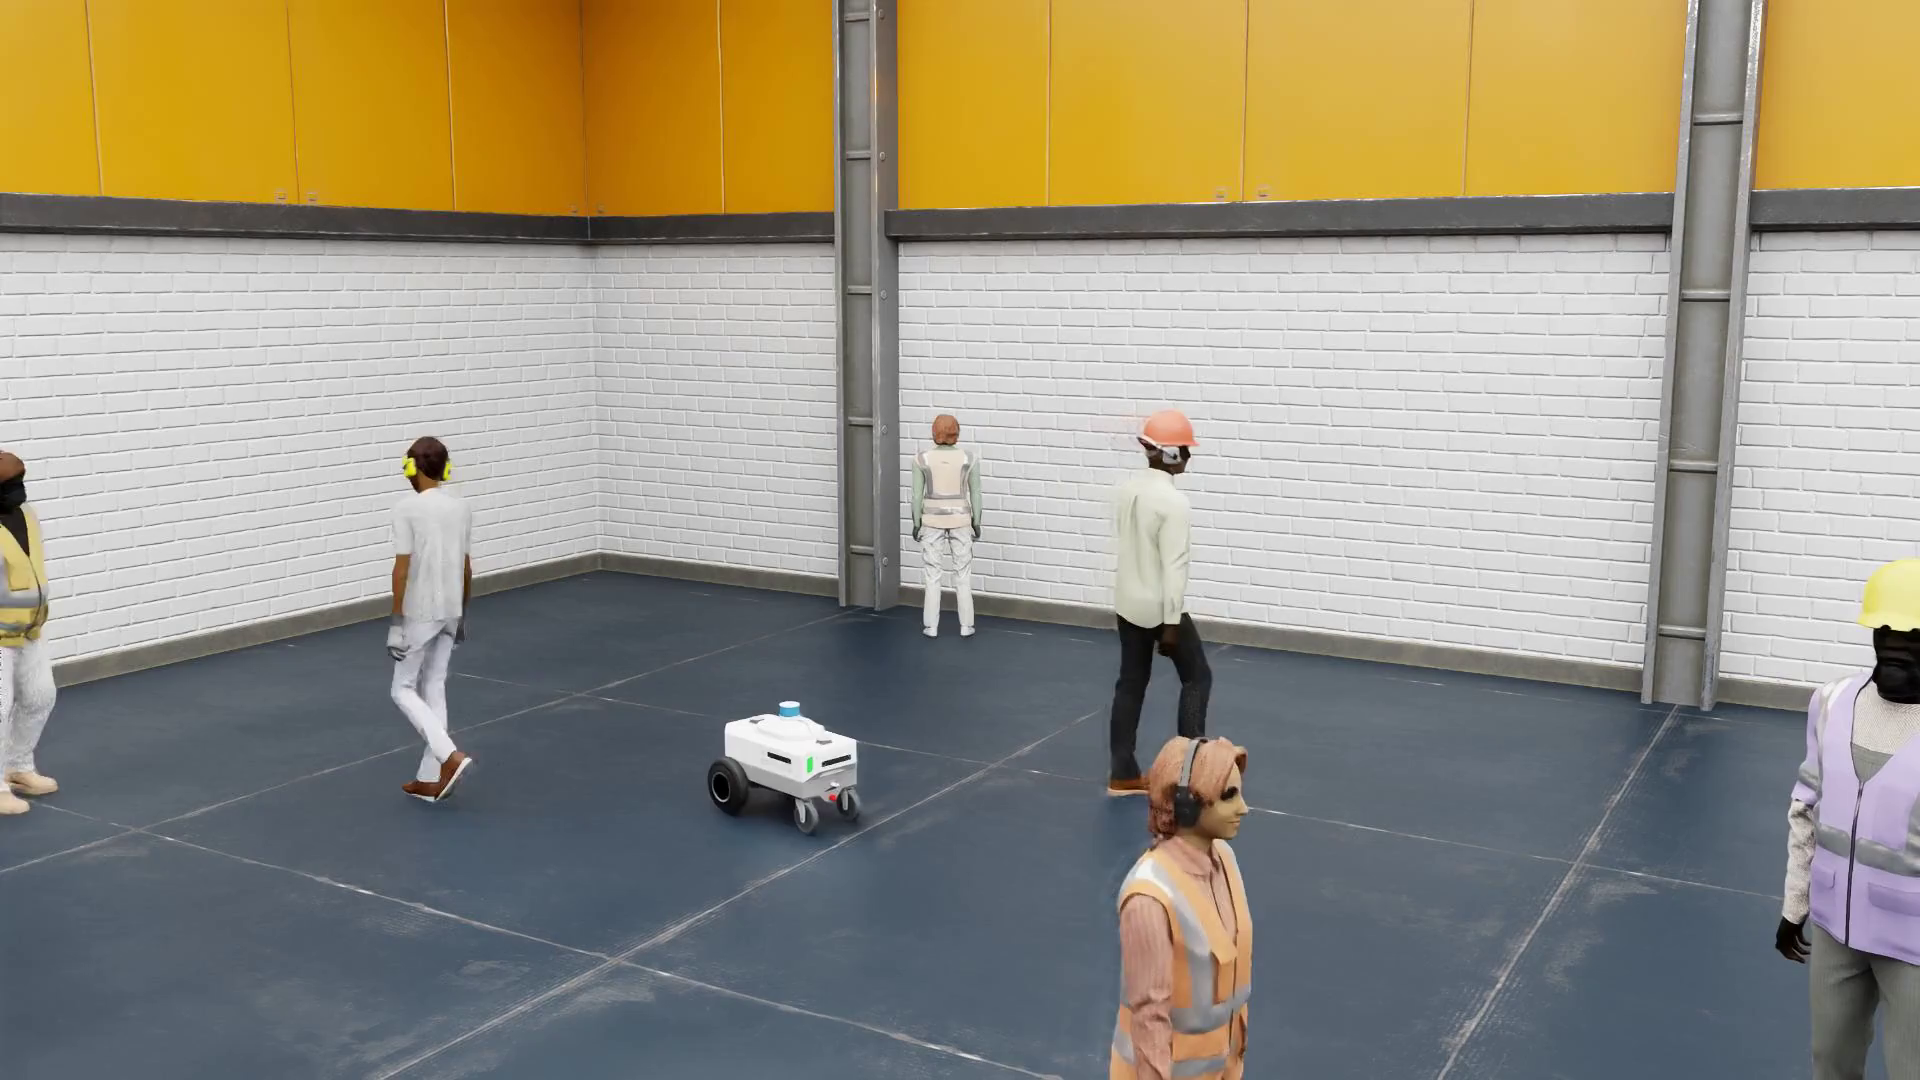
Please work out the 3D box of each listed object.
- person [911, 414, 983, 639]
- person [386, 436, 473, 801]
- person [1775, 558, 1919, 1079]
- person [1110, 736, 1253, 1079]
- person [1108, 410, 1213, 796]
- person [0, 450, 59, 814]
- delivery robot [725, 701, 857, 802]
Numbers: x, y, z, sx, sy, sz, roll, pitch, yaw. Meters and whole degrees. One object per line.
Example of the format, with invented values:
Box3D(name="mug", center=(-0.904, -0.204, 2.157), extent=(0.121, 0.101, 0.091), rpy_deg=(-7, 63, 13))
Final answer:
Box3D(name="person", center=(-0.097, -0.095, 12.073), extent=(0.523, 1.636, 0.310), rpy_deg=(0, 9, -2))
Box3D(name="person", center=(-2.628, 0.406, 8.332), extent=(0.552, 1.830, 0.582), rpy_deg=(6, 11, 33))
Box3D(name="person", center=(2.402, 0.998, 4.332), extent=(0.353, 1.930, 0.594), rpy_deg=(-4, 10, -24))
Box3D(name="person", center=(0.442, 1.227, 3.877), extent=(0.728, 1.615, 0.510), rpy_deg=(6, 11, 33))
Box3D(name="person", center=(1.077, 0.328, 8.409), extent=(0.749, 1.970, 0.617), rpy_deg=(-5, 10, -27))
Box3D(name="person", center=(-4.672, 0.457, 8.114), extent=(0.449, 1.813, 0.656), rpy_deg=(1, 9, 6))
Box3D(name="delivery robot", center=(-0.827, 1.033, 8.108), extent=(0.477, 0.478, 0.707), rpy_deg=(-9, 13, -44))
